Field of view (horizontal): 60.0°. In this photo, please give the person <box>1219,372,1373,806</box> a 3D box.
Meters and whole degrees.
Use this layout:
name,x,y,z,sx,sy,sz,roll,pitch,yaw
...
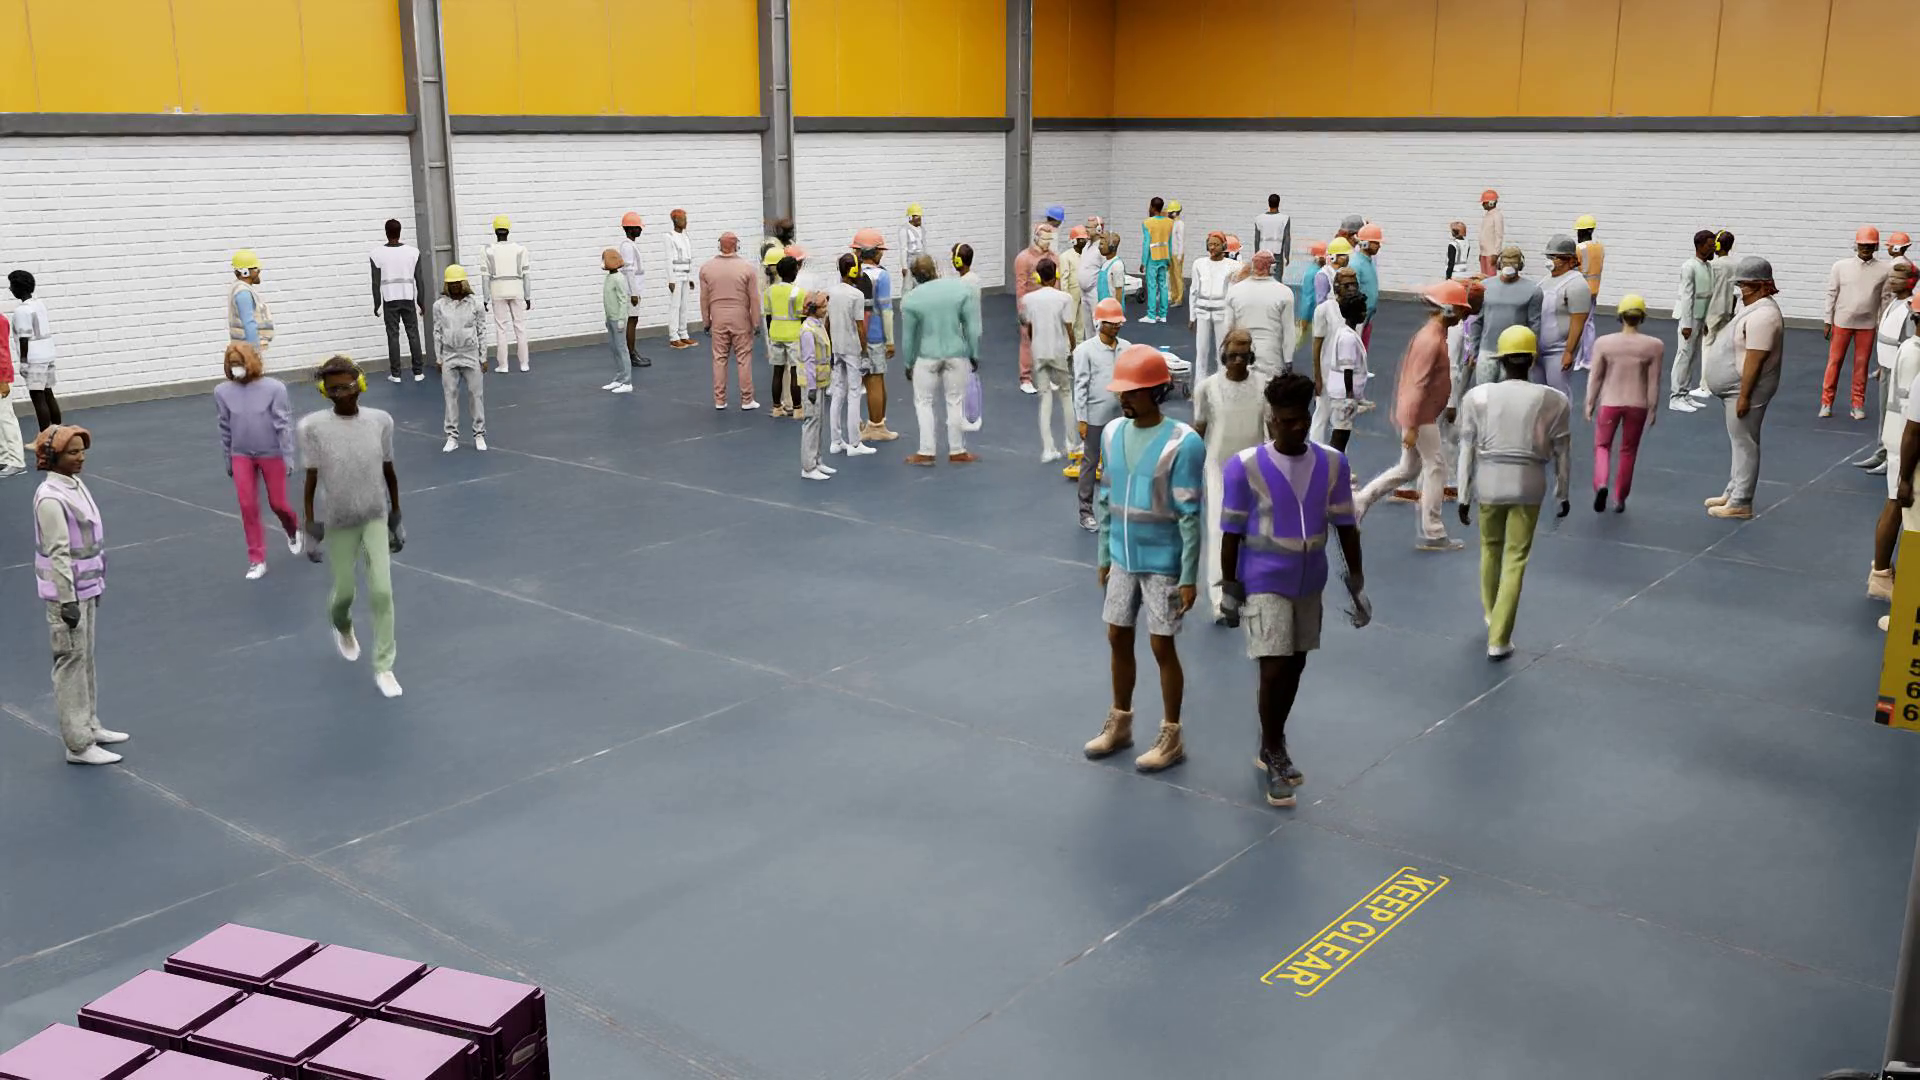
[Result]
name,x,y,z,sx,sy,sz,roll,pitch,yaw
person,1.521,0.216,7.504,0.646,1.941,0.618,-5,15,-19

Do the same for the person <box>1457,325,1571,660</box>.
name,x,y,z,sx,sy,sz,roll,pitch,yaw
person,3.228,-0.301,9.693,0.606,1.882,0.941,7,16,27

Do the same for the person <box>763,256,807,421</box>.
name,x,y,z,sx,sy,sz,roll,pitch,yaw
person,-1.773,-2.077,17.177,0.541,1.693,0.315,8,16,30

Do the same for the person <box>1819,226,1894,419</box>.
name,x,y,z,sx,sy,sz,roll,pitch,yaw
person,9.305,-2.255,17.280,0.608,1.995,0.377,5,15,19

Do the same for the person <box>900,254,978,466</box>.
name,x,y,z,sx,sy,sz,roll,pitch,yaw
person,-0.158,-1.600,14.881,0.743,1.901,0.350,-3,14,-12

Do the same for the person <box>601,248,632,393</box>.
name,x,y,z,sx,sy,sz,roll,pitch,yaw
person,-3.944,-2.508,19.013,0.268,1.635,0.507,-8,16,-29

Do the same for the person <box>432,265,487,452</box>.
name,x,y,z,sx,sy,sz,roll,pitch,yaw
person,-4.662,-1.695,15.549,0.484,1.744,0.296,-3,14,-10

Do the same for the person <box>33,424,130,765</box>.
name,x,y,z,sx,sy,sz,roll,pitch,yaw
person,-4.240,0.257,7.968,0.315,1.636,0.515,-4,15,-17

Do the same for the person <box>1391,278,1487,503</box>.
name,x,y,z,sx,sy,sz,roll,pitch,yaw
person,3.882,-1.175,13.295,0.802,1.828,0.608,5,15,18

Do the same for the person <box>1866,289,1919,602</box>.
name,x,y,z,sx,sy,sz,roll,pitch,yaw
person,6.098,-0.615,10.624,0.373,2.042,0.614,8,16,29

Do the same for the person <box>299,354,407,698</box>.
name,x,y,z,sx,sy,sz,roll,pitch,yaw
person,-3.288,-0.108,9.012,0.545,1.838,0.787,-9,16,-31

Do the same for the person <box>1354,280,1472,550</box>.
name,x,y,z,sx,sy,sz,roll,pitch,yaw
person,3.220,-0.898,11.961,0.851,1.951,0.659,3,14,12

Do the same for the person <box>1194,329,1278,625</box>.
name,x,y,z,sx,sy,sz,roll,pitch,yaw
person,1.712,-0.393,10.242,0.537,1.793,0.967,0,14,-2

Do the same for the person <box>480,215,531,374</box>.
name,x,y,z,sx,sy,sz,roll,pitch,yaw
person,-5.581,-3.014,20.446,0.592,1.925,0.385,-7,16,-25

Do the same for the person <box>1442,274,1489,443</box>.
name,x,y,z,sx,sy,sz,roll,pitch,yaw
person,4.886,-1.710,15.815,0.512,1.642,0.312,11,18,38

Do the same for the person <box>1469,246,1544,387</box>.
name,x,y,z,sx,sy,sz,roll,pitch,yaw
person,4.972,-1.714,15.235,0.627,1.938,0.372,6,15,22

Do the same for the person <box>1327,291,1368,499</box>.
name,x,y,z,sx,sy,sz,roll,pitch,yaw
person,3.170,-1.190,13.623,0.317,1.698,0.537,2,14,8

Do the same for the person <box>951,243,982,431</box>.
name,x,y,z,sx,sy,sz,roll,pitch,yaw
person,0.054,-2.013,16.586,0.325,1.861,0.516,3,14,12

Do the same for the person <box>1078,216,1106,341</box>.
name,x,y,z,sx,sy,sz,roll,pitch,yaw
person,1.652,-3.039,20.591,0.408,1.908,0.641,-6,15,-23

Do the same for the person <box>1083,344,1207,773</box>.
name,x,y,z,sx,sy,sz,roll,pitch,yaw
person,0.853,0.091,7.833,0.403,2.034,0.612,-13,19,-42

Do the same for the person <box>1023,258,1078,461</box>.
name,x,y,z,sx,sy,sz,roll,pitch,yaw
person,0.865,-1.667,15.278,0.556,1.826,0.792,4,15,17

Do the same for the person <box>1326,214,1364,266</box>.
name,x,y,z,sx,sy,sz,roll,pitch,yaw
person,4.415,-2.693,18.935,0.535,2.000,0.683,-1,14,-3

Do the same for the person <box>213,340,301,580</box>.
name,x,y,z,sx,sy,sz,roll,pitch,yaw
person,-4.761,-0.571,11.328,0.510,1.611,0.558,-1,14,-4

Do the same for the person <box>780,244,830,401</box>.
name,x,y,z,sx,sy,sz,roll,pitch,yaw
person,-1.756,-2.363,18.238,0.469,1.737,0.567,6,15,23

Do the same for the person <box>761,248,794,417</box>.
name,x,y,z,sx,sy,sz,roll,pitch,yaw
person,-1.895,-2.170,17.425,0.338,1.761,0.525,-2,14,-9

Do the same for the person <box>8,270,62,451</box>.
name,x,y,z,sx,sy,sz,roll,pitch,yaw
person,-8.699,-1.694,15.664,0.320,1.687,0.539,-2,14,-8

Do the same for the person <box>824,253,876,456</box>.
name,x,y,z,sx,sy,sz,roll,pitch,yaw
person,-1.028,-1.715,15.389,0.534,1.863,0.329,12,19,41

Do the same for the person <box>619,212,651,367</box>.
name,x,y,z,sx,sy,sz,roll,pitch,yaw
person,-4.118,-3.166,21.035,0.354,1.939,0.544,-3,14,-10

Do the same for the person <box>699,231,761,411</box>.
name,x,y,z,sx,sy,sz,roll,pitch,yaw
person,-2.435,-2.334,17.773,0.654,1.905,0.408,2,14,7

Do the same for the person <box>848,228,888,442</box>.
name,x,y,z,sx,sy,sz,roll,pitch,yaw
person,-0.890,-1.966,16.025,0.375,2.044,0.607,4,15,15

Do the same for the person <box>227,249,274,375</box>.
name,x,y,z,sx,sy,sz,roll,pitch,yaw
person,-6.882,-1.901,16.189,0.404,1.835,0.586,-8,16,-28

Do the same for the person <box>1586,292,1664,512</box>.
name,x,y,z,sx,sy,sz,roll,pitch,yaw
person,5.151,-1.041,12.925,0.534,1.751,0.597,5,15,20
